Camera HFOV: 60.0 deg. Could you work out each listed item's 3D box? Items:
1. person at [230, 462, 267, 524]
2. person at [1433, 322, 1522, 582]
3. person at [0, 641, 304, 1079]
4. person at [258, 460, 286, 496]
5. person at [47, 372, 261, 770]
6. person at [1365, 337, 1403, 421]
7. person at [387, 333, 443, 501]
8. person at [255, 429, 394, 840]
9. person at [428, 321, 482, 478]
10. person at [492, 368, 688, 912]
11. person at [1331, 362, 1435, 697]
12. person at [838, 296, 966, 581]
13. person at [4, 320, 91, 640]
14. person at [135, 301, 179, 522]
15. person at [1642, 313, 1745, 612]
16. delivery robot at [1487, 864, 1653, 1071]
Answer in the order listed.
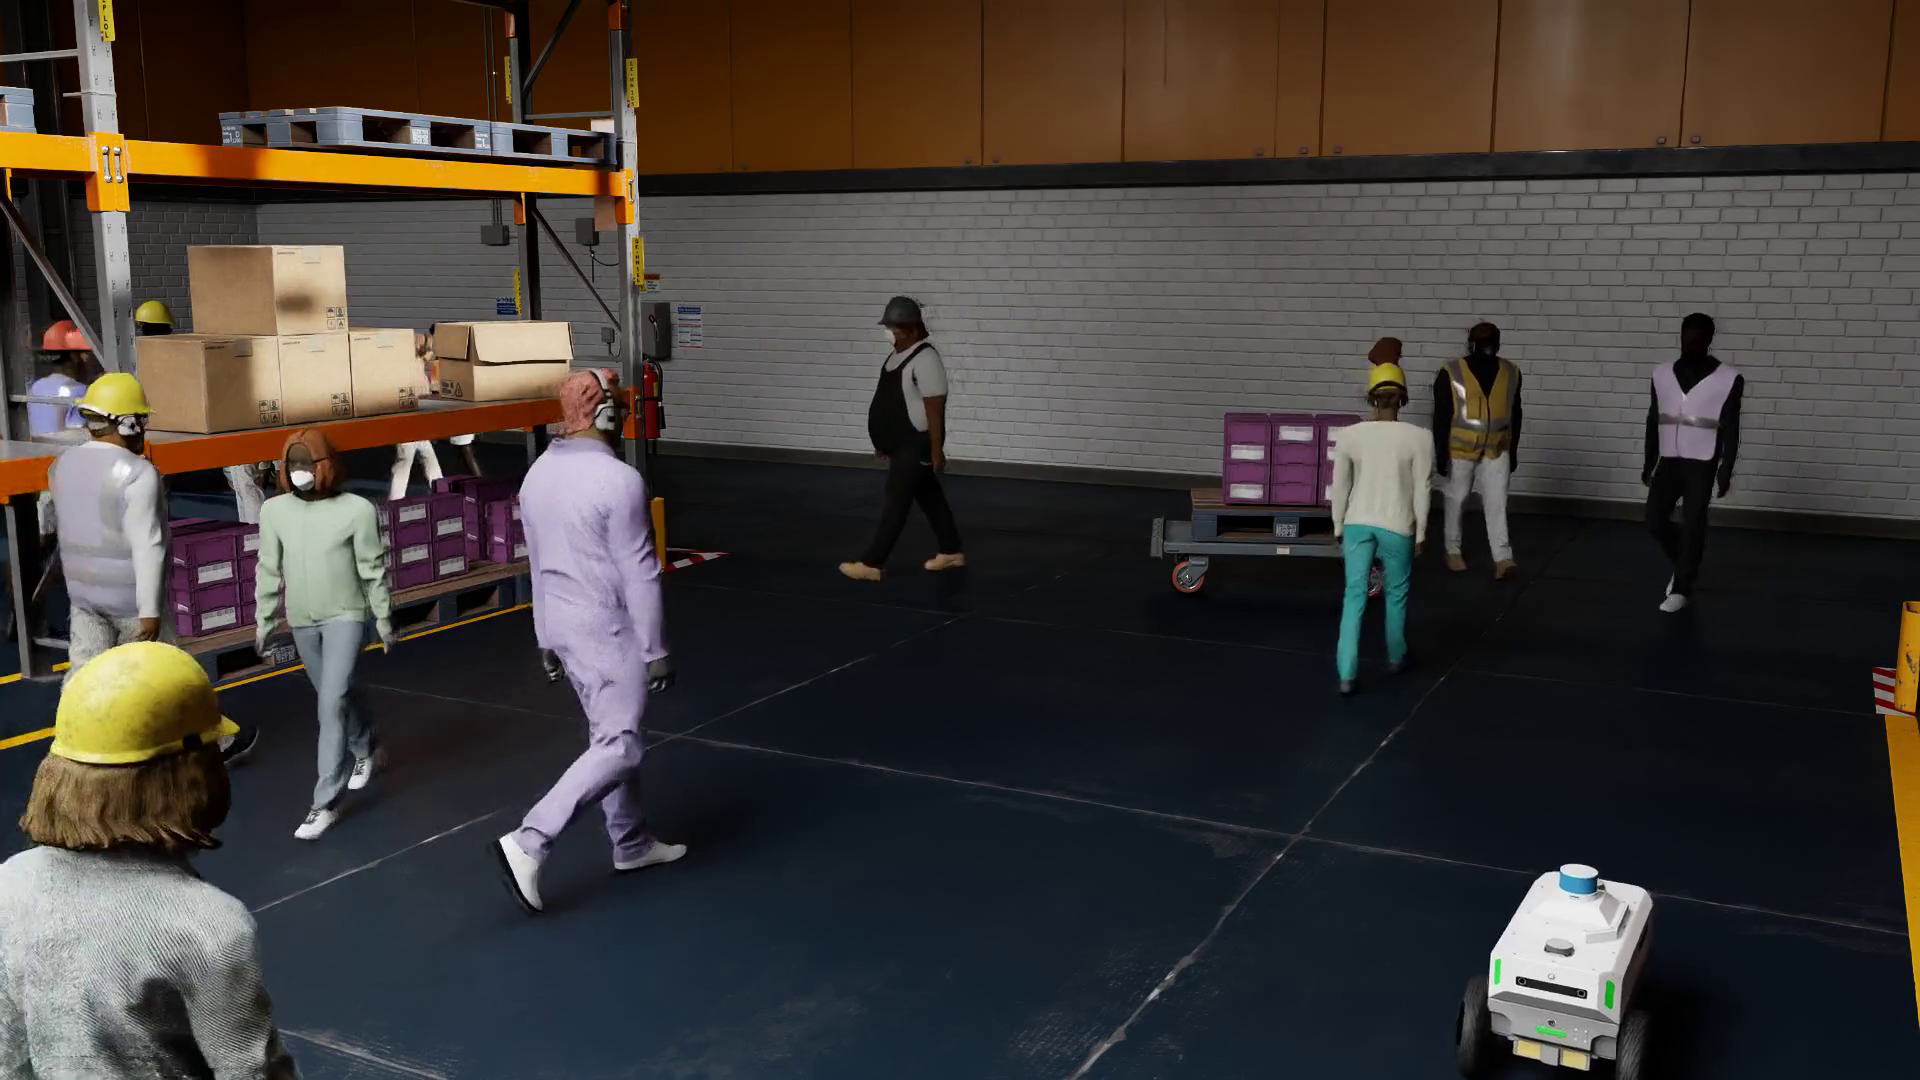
[{"bbox_3d":[-5.249,-0.740,12.116,0.356,1.883,0.574,-7,12,-33],"label":"person"},{"bbox_3d":[3.639,-0.615,11.649,0.659,1.789,0.979,0,10,0],"label":"person"},{"bbox_3d":[-1.155,0.989,2.561,0.516,1.712,0.770,5,11,26],"label":"person"},{"bbox_3d":[-5.251,-0.872,12.710,0.545,1.942,0.353,4,11,22],"label":"person"},{"bbox_3d":[-3.457,0.192,6.978,0.609,1.780,0.920,4,11,23],"label":"person"},{"bbox_3d":[3.346,-0.803,13.240,0.282,1.622,0.508,2,10,11],"label":"person"},{"bbox_3d":[-4.558,-0.954,14.133,0.772,1.595,0.526,-4,10,-20],"label":"person"},{"bbox_3d":[-2.576,0.327,6.792,0.514,1.591,0.859,1,10,9],"label":"person"},{"bbox_3d":[-4.593,-1.154,15.120,0.699,1.656,0.550,6,11,30],"label":"person"},{"bbox_3d":[-1.308,0.341,5.844,0.793,1.885,0.644,-8,13,-40],"label":"person"},{"bbox_3d":[2.192,-0.063,8.692,0.532,1.708,0.891,5,11,28],"label":"person"},{"bbox_3d":[-0.377,-0.752,11.730,1.036,2.000,0.701,-4,11,-22],"label":"person"},{"bbox_3d":[-5.329,-0.368,9.983,0.560,1.882,1.032,5,11,28],"label":"person"},{"bbox_3d":[-6.041,-0.834,12.539,0.379,1.922,0.594,-9,13,-41],"label":"person"},{"bbox_3d":[4.647,-0.488,10.607,0.453,1.897,0.618,-9,13,-41],"label":"person"},{"bbox_3d":[1.732,1.159,4.693,0.477,0.478,0.707,5,11,29],"label":"delivery robot"}]
